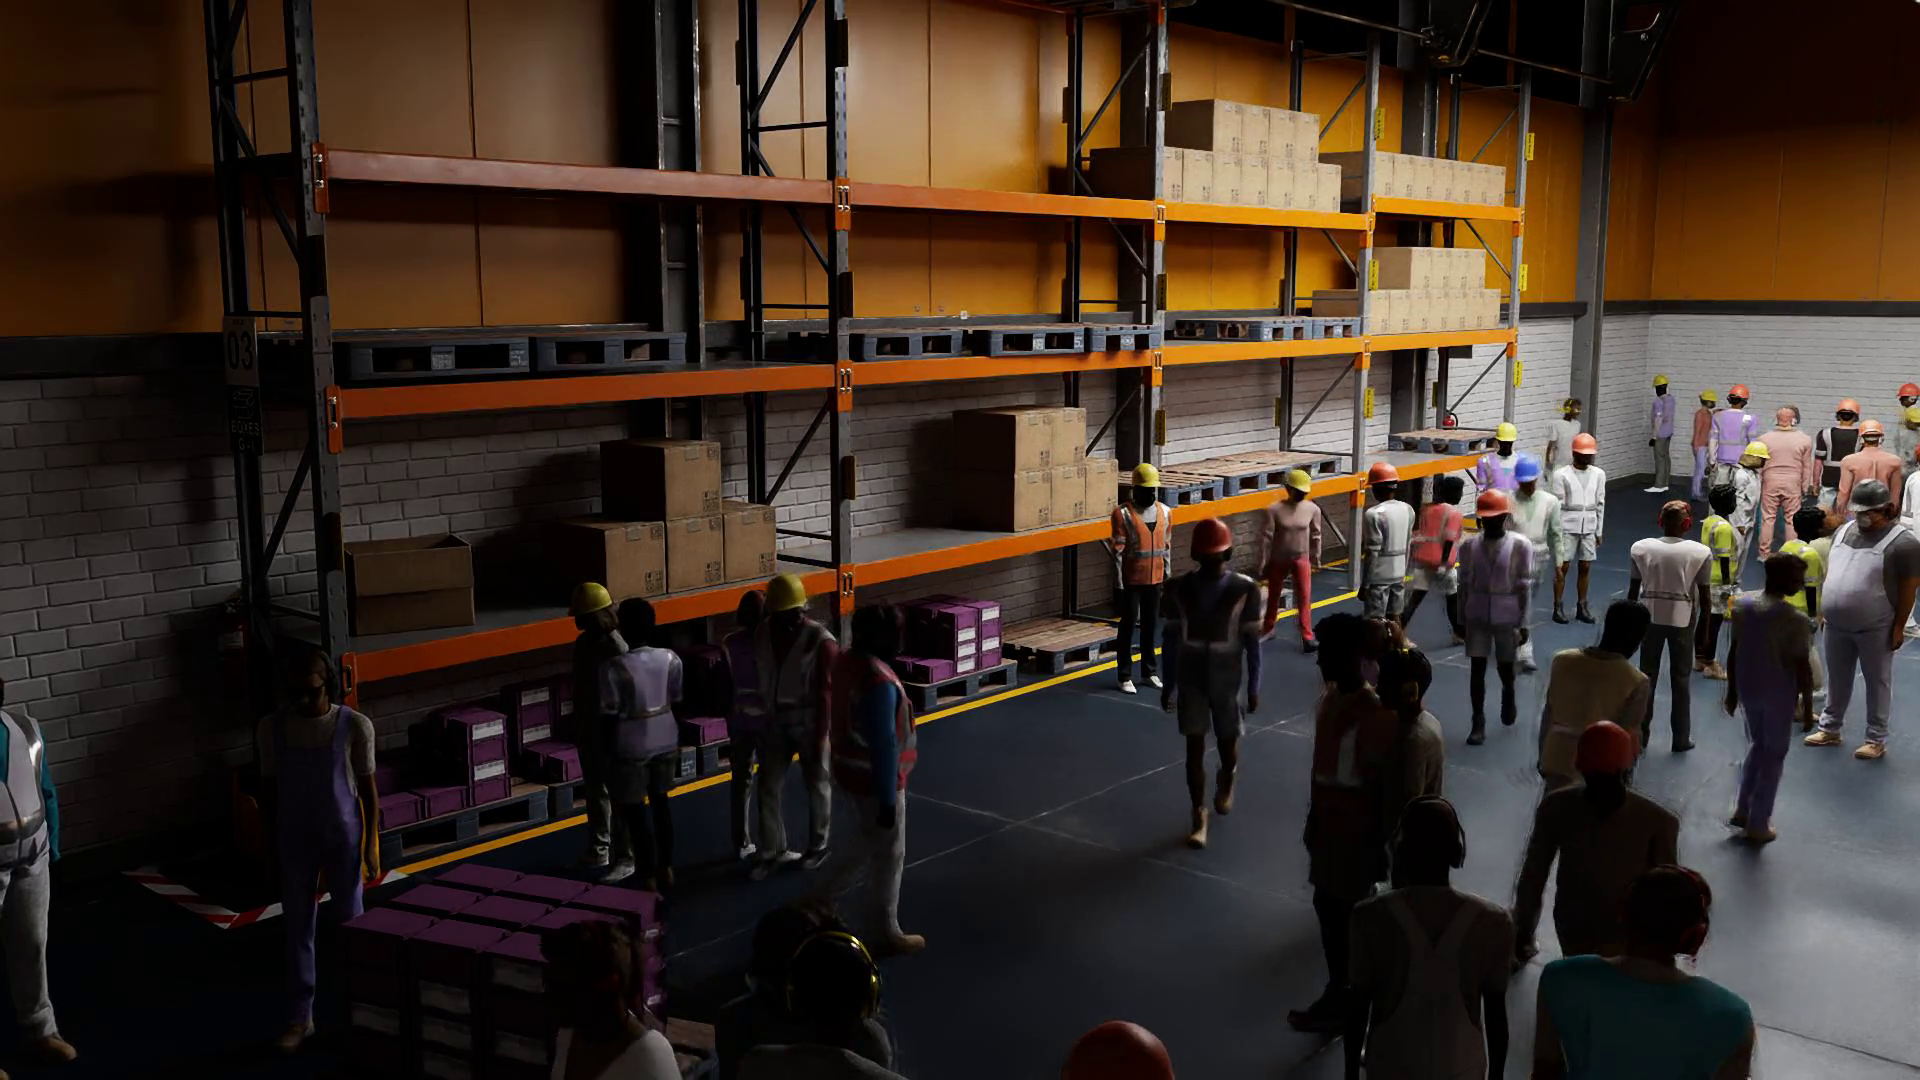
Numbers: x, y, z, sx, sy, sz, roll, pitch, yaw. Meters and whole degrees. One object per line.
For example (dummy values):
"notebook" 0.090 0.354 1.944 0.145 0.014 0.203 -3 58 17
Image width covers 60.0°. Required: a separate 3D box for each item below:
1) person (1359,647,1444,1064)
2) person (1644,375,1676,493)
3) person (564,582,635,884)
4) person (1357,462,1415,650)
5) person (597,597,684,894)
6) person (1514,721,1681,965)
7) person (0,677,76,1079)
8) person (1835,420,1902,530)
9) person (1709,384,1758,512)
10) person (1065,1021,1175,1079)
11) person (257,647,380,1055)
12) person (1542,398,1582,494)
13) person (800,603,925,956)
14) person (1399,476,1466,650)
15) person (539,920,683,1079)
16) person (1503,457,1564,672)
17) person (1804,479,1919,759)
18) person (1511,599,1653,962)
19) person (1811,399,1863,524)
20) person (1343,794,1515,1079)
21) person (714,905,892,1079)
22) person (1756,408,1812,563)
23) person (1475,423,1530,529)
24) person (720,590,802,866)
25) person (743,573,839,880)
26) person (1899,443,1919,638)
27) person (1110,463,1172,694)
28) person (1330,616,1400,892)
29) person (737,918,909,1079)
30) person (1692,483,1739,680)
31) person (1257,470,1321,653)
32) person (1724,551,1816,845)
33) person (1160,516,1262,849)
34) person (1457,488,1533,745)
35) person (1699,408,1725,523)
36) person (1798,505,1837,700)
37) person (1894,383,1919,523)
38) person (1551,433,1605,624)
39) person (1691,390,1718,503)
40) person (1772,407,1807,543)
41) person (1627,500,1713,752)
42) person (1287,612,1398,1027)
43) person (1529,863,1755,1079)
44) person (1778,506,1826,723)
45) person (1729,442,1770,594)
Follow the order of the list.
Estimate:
"person" 1.941 1.379 7.277 0.333 1.860 0.510 3 9 18
"person" 11.416 -1.729 27.117 0.584 1.919 0.382 -9 12 -44
"person" -2.072 1.093 9.513 0.485 1.736 0.308 8 12 42
"person" 3.538 0.307 13.945 0.543 1.933 0.363 -7 11 -37
"person" -1.747 1.161 9.260 0.543 1.677 0.399 -8 12 -43
"person" 2.540 1.551 6.658 0.596 1.697 0.906 8 12 40
"person" -4.142 1.419 7.112 0.429 1.833 0.637 4 10 26
"person" 9.537 -0.272 17.509 0.611 1.985 0.393 2 9 10
"person" 10.525 -1.094 22.625 0.615 2.040 0.391 8 12 42
"person" 0.342 1.931 3.356 0.640 1.959 0.684 4 10 23
"person" -2.842 1.369 7.396 0.506 1.840 0.351 -1 9 -6
"person" 8.222 -1.022 22.840 0.623 1.843 0.466 -4 10 -24
"person" -0.476 1.219 8.411 0.525 1.822 0.649 -3 9 -20
"person" 4.432 0.218 15.513 0.945 1.623 0.538 -4 9 -22
"person" -0.954 1.869 4.323 0.970 1.798 0.577 -7 11 -38
"person" 5.044 0.195 14.841 0.631 1.887 0.987 0 9 3
"person" 6.500 0.552 12.019 0.536 2.000 0.676 -5 10 -27
"person" 3.158 1.207 8.437 0.944 1.836 0.753 -6 11 -33
"person" 10.624 -0.685 20.051 0.614 2.029 0.409 5 10 29
"person" 1.460 1.705 5.248 0.502 1.839 0.348 1 9 9
"person" -0.386 1.817 4.615 0.560 1.816 0.736 3 9 21
"person" 9.978 -0.647 20.201 0.638 1.902 0.407 4 10 26
"person" 5.889 -0.318 18.044 0.581 1.919 0.400 1 9 8
"person" -1.185 1.101 9.767 0.513 1.640 0.309 5 10 30
"person" -0.970 1.065 9.508 0.597 1.791 0.702 4 10 26
"person" 9.292 -0.006 16.125 0.355 1.883 0.572 5 10 27
"person" 1.531 0.316 13.902 0.589 1.927 0.369 -5 10 -28
"person" 2.277 1.214 9.087 0.570 1.619 0.539 -7 11 -37
"person" -0.304 1.854 4.164 0.532 1.874 0.321 3 9 20
"person" 6.558 0.353 14.407 0.318 1.697 0.535 1 9 8
"person" 3.061 0.190 15.458 0.595 1.698 0.949 0 9 1
"person" 4.959 0.955 10.112 0.495 1.817 0.533 -5 10 -28
"person" 1.540 0.839 10.218 0.609 2.025 0.642 2 9 14
"person" 3.989 0.552 12.422 0.554 1.916 0.607 5 10 28
"person" 10.770 -1.046 23.612 0.521 1.640 0.307 -6 11 -33
"person" 7.037 0.524 13.607 0.553 1.622 0.352 -5 10 -28
"person" 13.456 -1.230 23.661 0.390 1.991 0.625 3 9 16
"person" 6.194 -0.111 16.669 0.538 1.929 0.384 0 9 -3
"person" 11.584 -1.458 25.900 0.337 1.758 0.523 8 12 42
"person" 10.886 -0.854 21.893 0.989 1.784 0.529 -7 11 -38
"person" 5.168 0.629 12.155 0.575 1.841 0.374 5 10 31
"person" 1.816 1.296 7.622 0.588 1.921 0.670 -2 9 -13
"person" 1.897 1.788 4.754 0.601 1.813 0.591 3 9 21
"person" 6.564 0.570 13.018 0.320 1.692 0.531 1 9 3
"person" 8.451 -0.197 17.877 0.482 1.729 0.375 -9 12 -44
